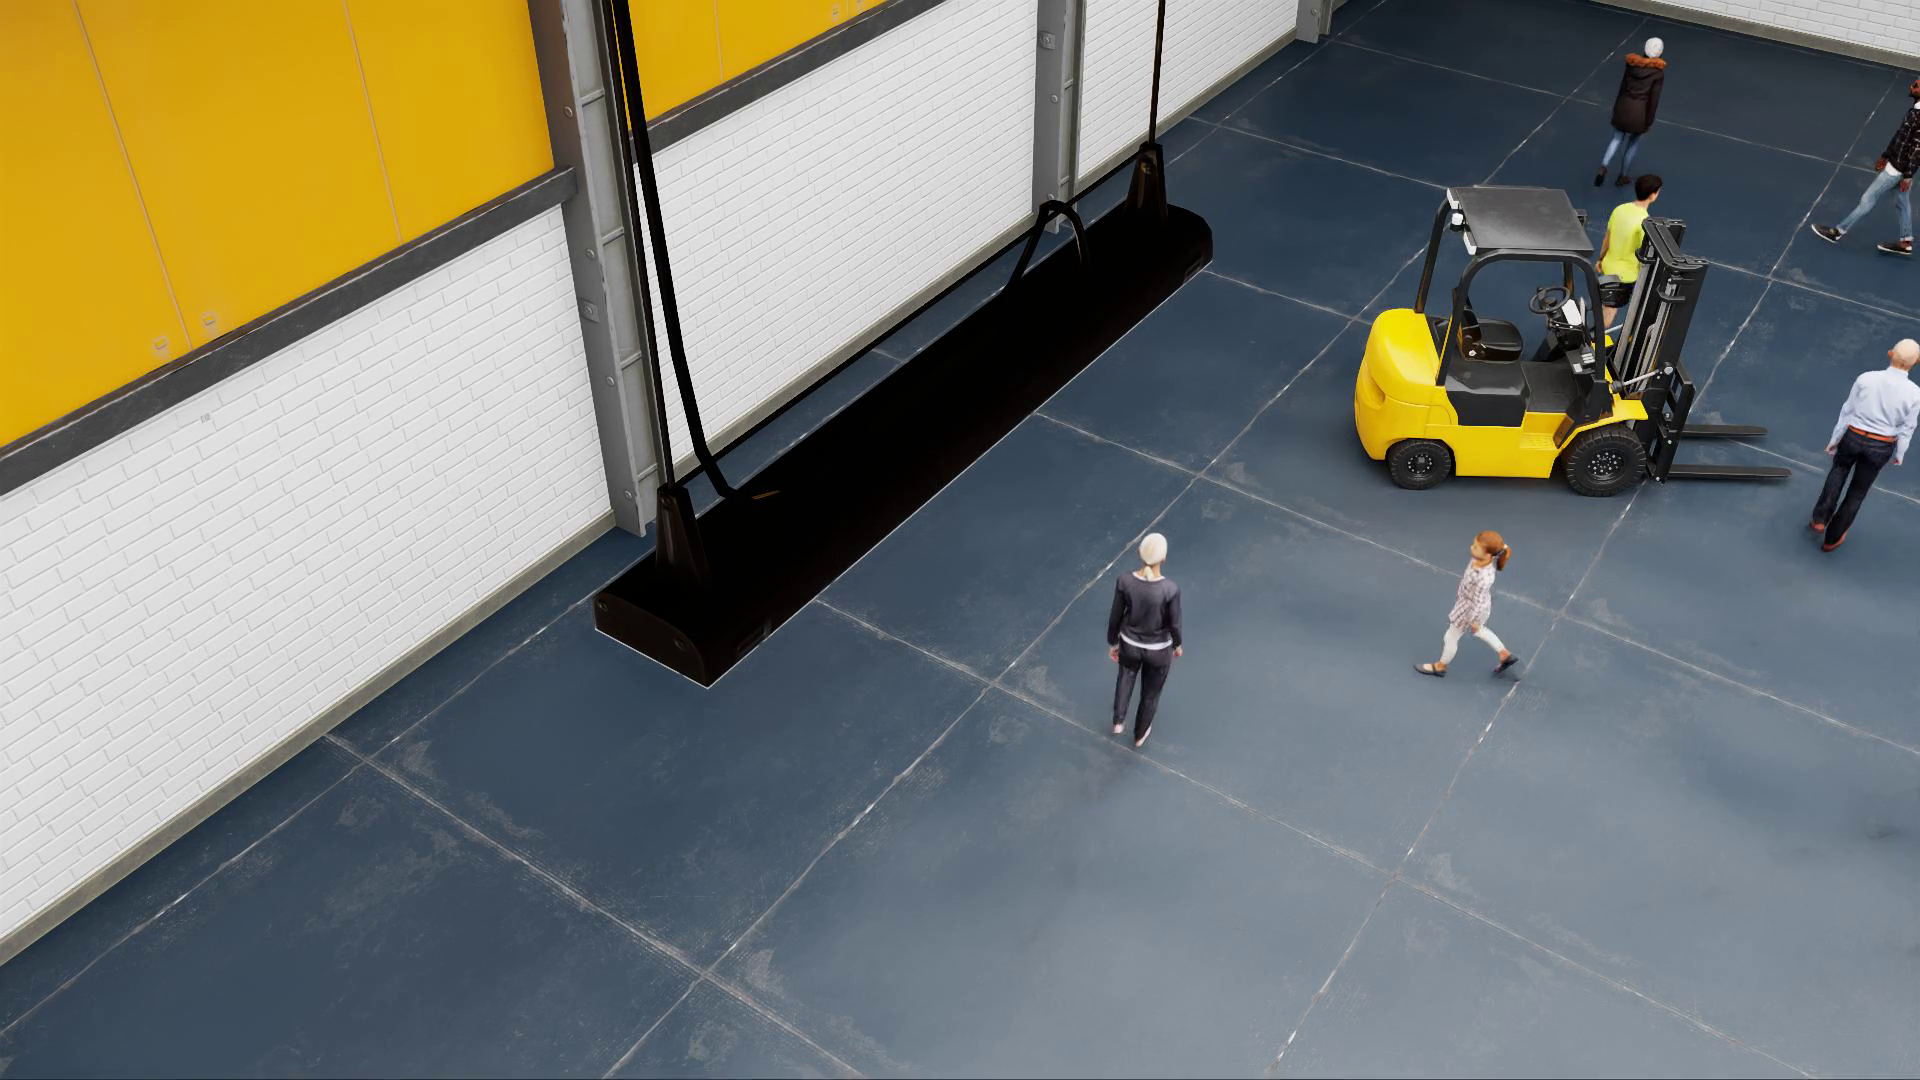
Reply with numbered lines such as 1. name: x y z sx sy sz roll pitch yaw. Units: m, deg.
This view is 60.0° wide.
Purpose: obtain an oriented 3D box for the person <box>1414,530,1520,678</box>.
1. person: 3.547 0.454 11.285 0.774 1.295 0.907 9 40 11

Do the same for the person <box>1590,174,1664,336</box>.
1. person: 5.706 -2.363 14.493 0.812 1.694 0.767 -11 40 -14

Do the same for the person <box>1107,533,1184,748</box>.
1. person: 1.168 0.696 10.646 0.660 1.716 0.661 15 41 18

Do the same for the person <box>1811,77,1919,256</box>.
1. person: 9.095 -3.528 15.891 0.900 1.770 1.169 15 41 18

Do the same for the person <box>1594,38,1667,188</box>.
1. person: 6.850 -4.336 17.024 0.683 1.620 0.913 31 48 33

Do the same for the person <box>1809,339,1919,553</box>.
1. person: 6.657 -0.643 12.274 0.671 1.777 0.628 28 46 30
